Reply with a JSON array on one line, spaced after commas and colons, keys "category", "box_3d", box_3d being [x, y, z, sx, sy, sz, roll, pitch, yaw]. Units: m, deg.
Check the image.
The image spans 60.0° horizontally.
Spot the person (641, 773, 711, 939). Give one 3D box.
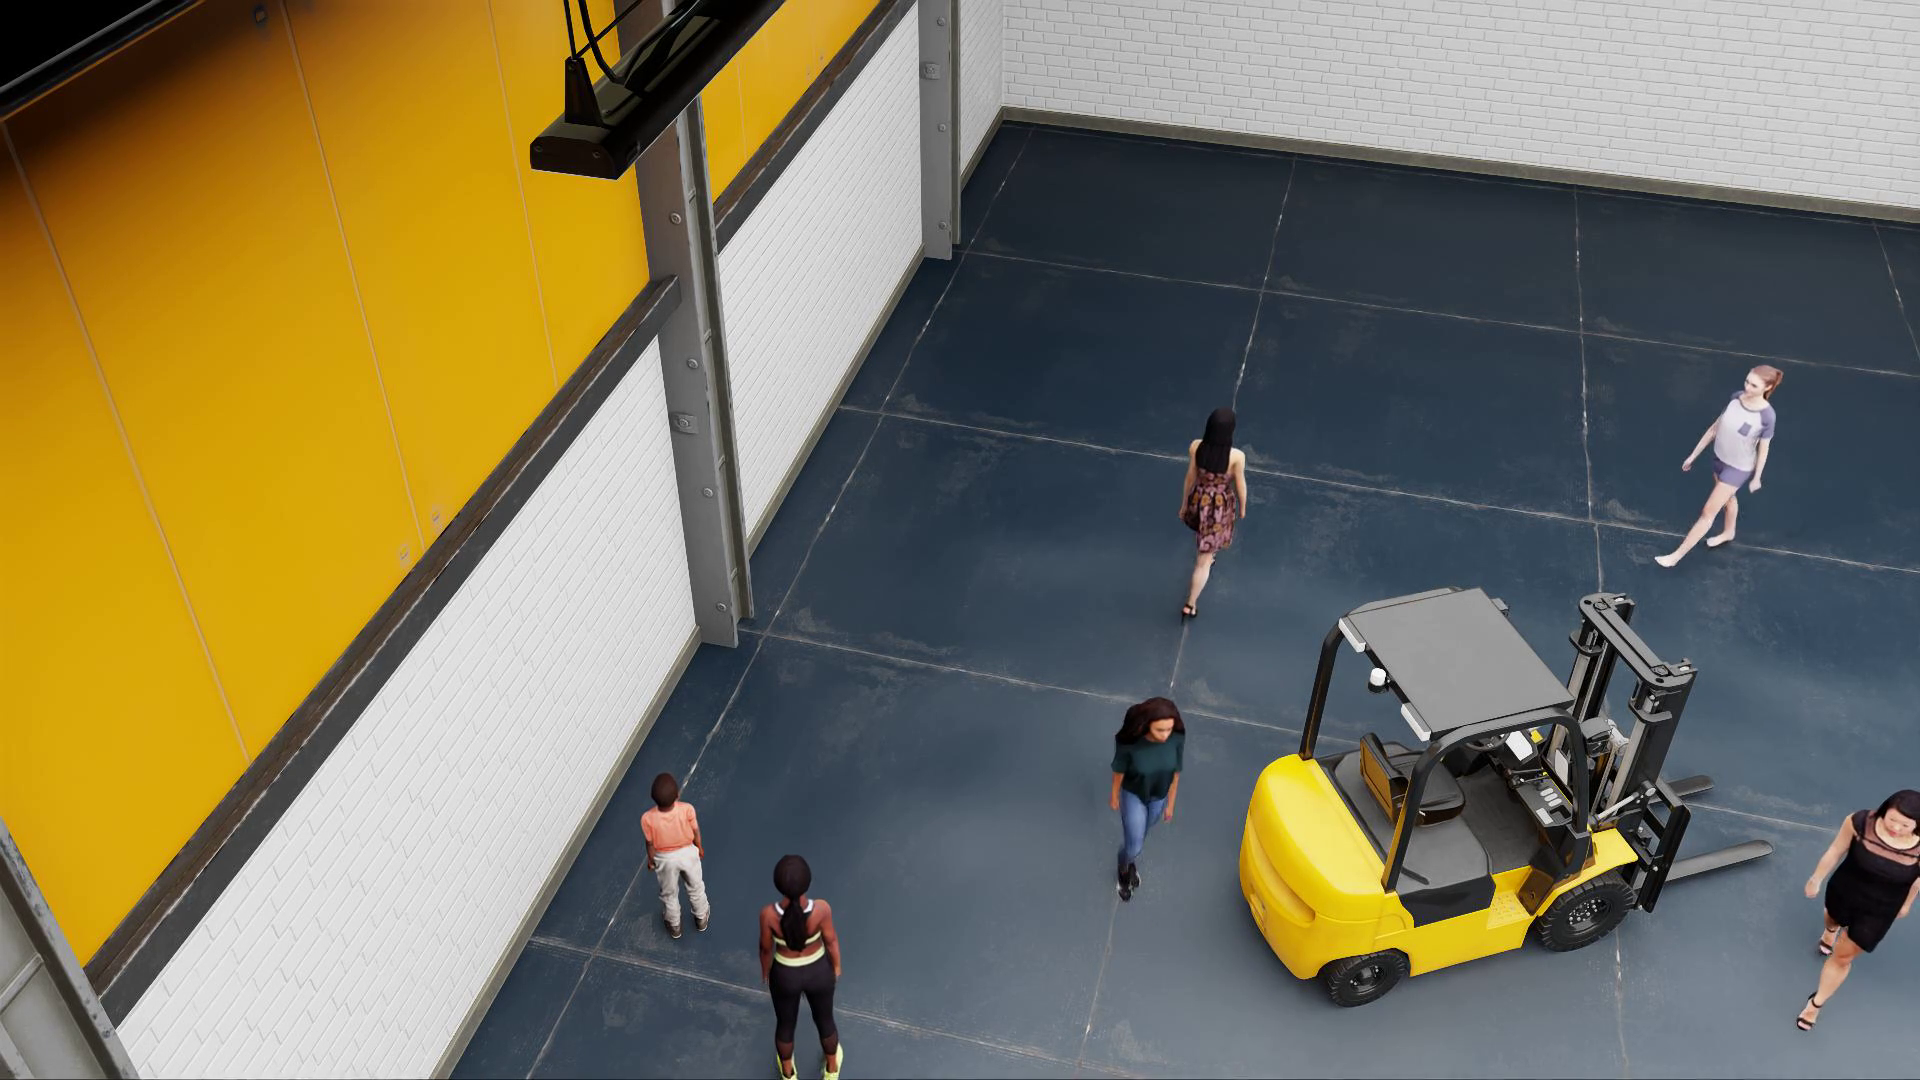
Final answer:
[{"category": "person", "box_3d": [-1.682, 1.862, 9.839, 0.566, 1.310, 0.599, -10, 40, -12]}]

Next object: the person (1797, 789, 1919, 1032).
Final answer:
[{"category": "person", "box_3d": [5.106, 1.973, 9.409, 0.930, 1.673, 1.158, 25, 45, 28]}]

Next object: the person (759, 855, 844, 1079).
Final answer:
[{"category": "person", "box_3d": [-0.848, 2.338, 8.889, 0.643, 1.752, 0.630, -4, 39, -5]}]

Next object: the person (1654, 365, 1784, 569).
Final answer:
[{"category": "person", "box_3d": [5.913, -0.591, 12.580, 1.045, 1.723, 1.125, -11, 40, -14]}]

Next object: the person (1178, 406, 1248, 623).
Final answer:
[{"category": "person", "box_3d": [1.771, -0.140, 12.004, 0.778, 1.737, 1.076, 17, 42, 21]}]

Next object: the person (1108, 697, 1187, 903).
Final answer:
[{"category": "person", "box_3d": [1.101, 1.475, 10.090, 0.704, 1.602, 0.739, -10, 40, -12]}]
